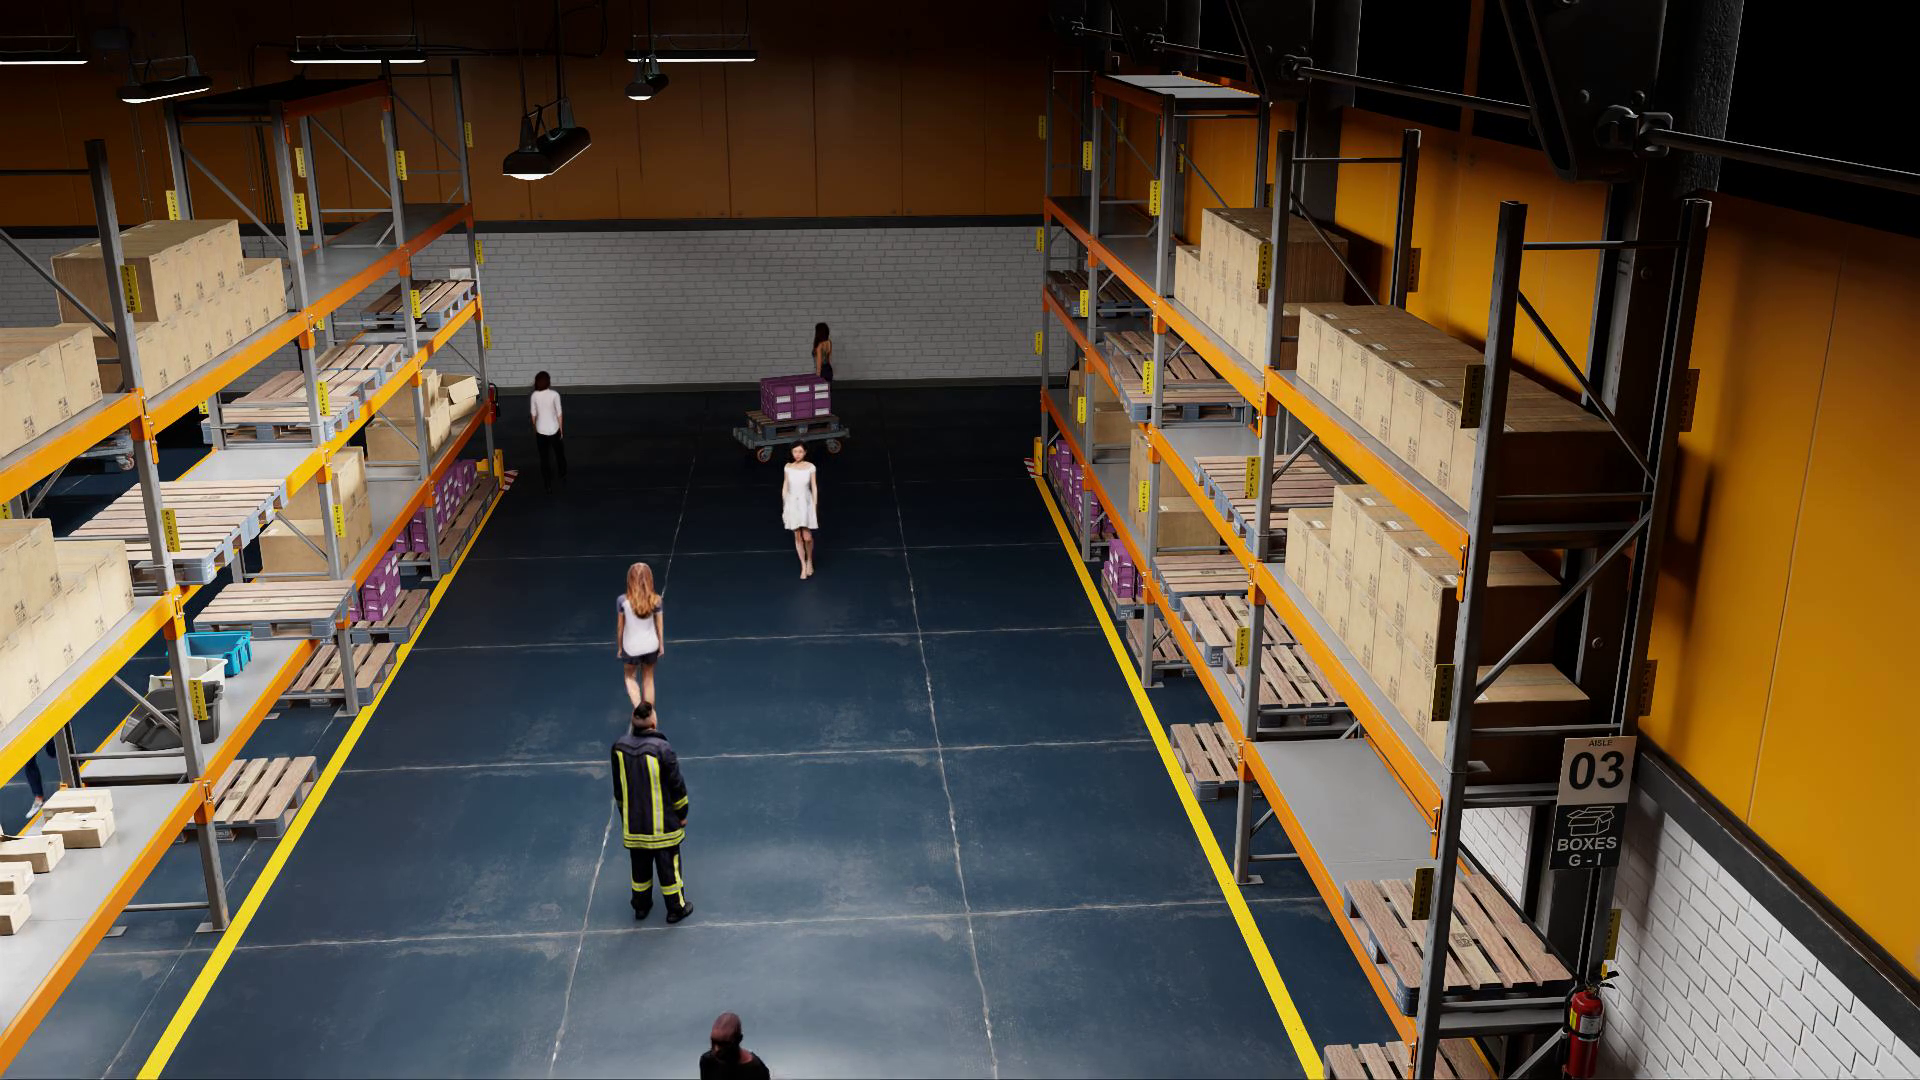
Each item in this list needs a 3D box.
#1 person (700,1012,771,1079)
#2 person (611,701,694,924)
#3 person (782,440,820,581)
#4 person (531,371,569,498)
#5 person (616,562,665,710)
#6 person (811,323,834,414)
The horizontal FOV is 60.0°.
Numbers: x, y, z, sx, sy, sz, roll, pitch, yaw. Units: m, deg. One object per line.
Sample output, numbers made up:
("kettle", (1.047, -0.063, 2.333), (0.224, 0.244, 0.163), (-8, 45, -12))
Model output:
("person", (-1.195, 3.342, 9.321), (0.881, 1.718, 1.076), (6, 20, 18))
("person", (-2.387, 2.078, 12.853), (0.846, 1.859, 0.829), (5, 19, 15))
("person", (-1.935, -0.376, 20.291), (0.681, 1.763, 0.737), (2, 19, 6))
("person", (-5.844, -1.466, 23.539), (0.639, 1.755, 1.021), (-3, 19, -8))
("person", (-3.079, 1.075, 16.058), (0.679, 1.715, 0.739), (-5, 19, -15))
("person", (-2.142, -2.648, 27.055), (0.825, 1.751, 0.761), (8, 20, 23))
